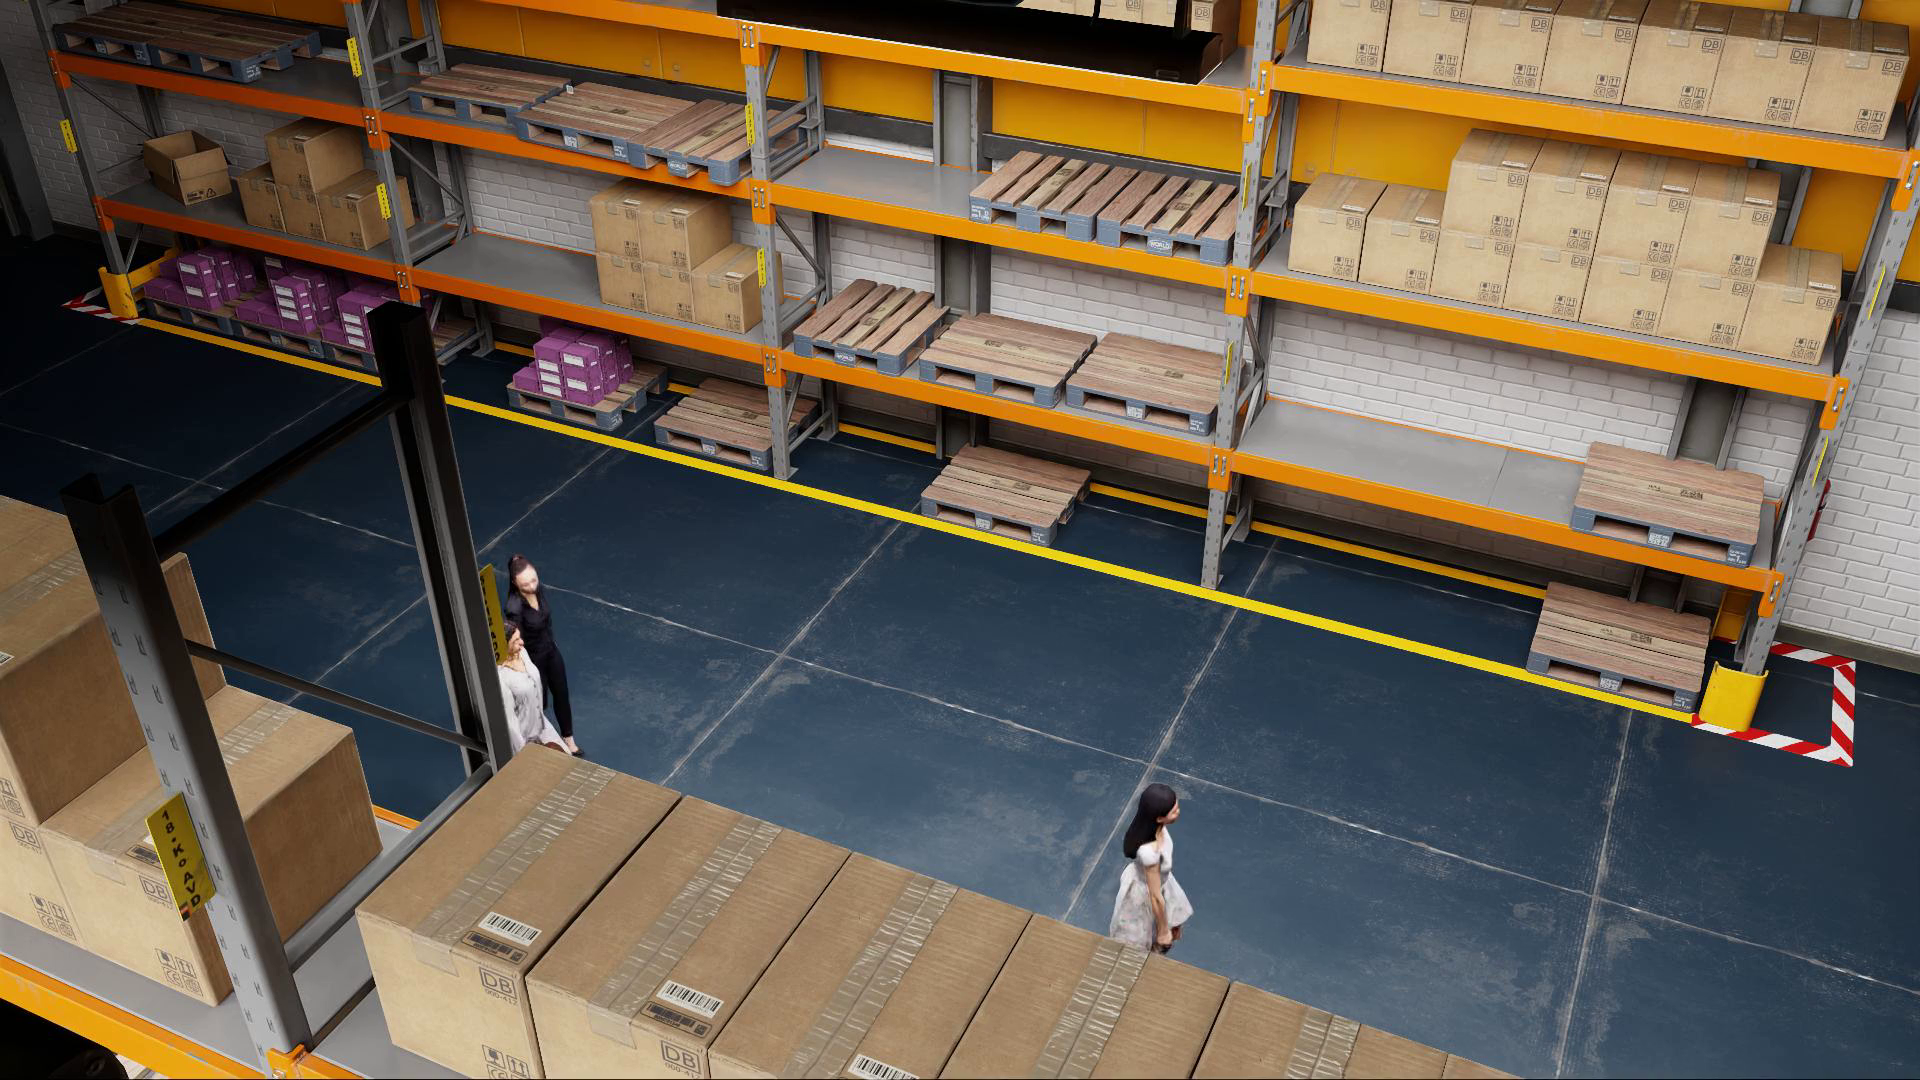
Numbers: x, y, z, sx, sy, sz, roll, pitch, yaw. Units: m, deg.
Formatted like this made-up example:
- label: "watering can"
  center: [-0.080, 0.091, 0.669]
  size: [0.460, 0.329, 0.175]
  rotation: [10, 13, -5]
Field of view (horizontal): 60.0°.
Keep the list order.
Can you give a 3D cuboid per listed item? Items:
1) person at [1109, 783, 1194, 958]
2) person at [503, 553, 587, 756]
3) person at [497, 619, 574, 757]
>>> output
- label: "person"
  center: [0.949, 2.069, 9.380]
  size: [0.789, 1.762, 0.728]
  rotation: [6, 34, 9]
- label: "person"
  center: [-2.954, 0.820, 11.321]
  size: [0.977, 1.691, 0.720]
  rotation: [6, 34, 8]
- label: "person"
  center: [-2.885, 1.215, 10.666]
  size: [0.721, 1.759, 0.693]
  rotation: [7, 34, 10]
